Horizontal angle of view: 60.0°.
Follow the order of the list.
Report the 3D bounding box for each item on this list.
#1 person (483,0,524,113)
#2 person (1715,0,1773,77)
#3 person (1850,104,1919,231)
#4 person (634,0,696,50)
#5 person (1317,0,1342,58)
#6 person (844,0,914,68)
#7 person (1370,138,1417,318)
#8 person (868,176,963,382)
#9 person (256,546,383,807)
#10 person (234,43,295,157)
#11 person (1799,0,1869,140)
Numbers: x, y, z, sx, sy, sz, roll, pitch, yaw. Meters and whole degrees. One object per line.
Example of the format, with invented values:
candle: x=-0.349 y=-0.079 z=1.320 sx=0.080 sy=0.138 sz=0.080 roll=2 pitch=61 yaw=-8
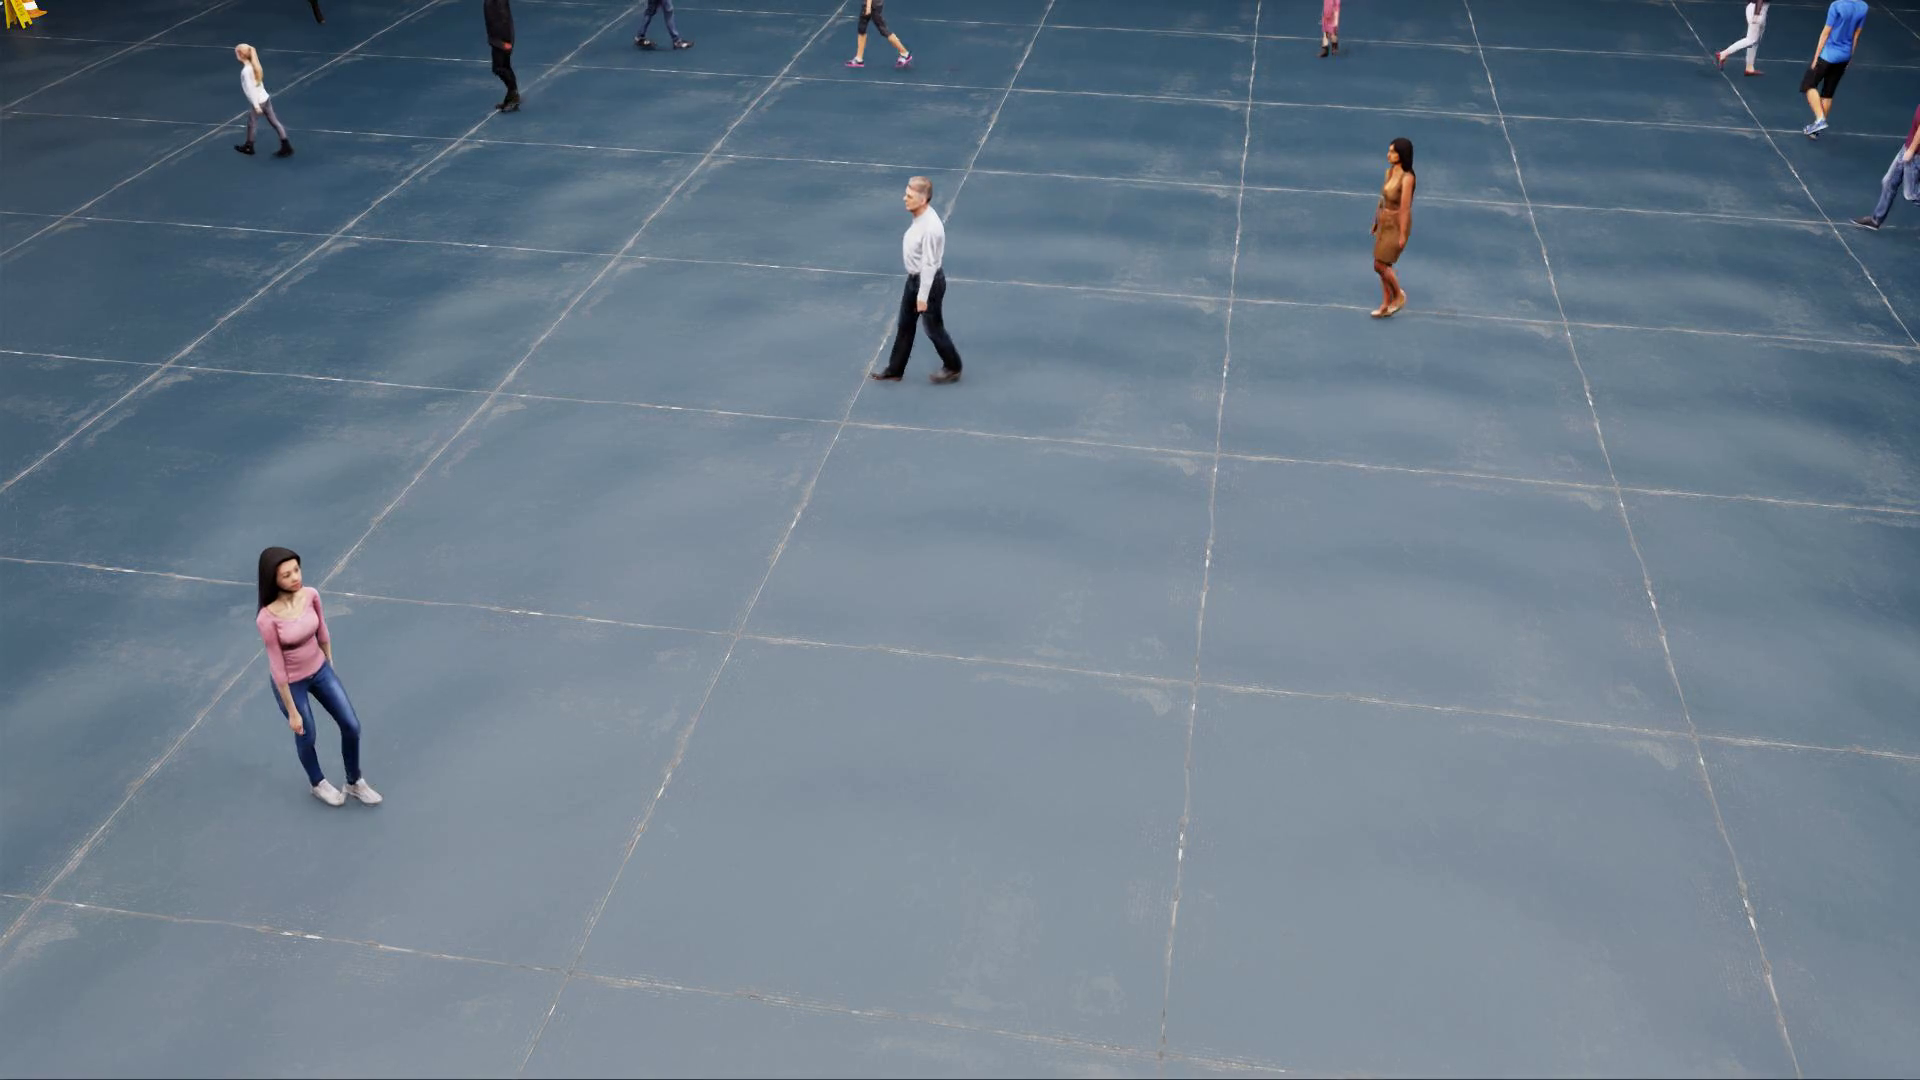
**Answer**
person: x=-5.384 y=-5.989 z=19.785 sx=0.788 sy=1.759 sz=0.743 roll=-17 pitch=36 yaw=-25
person: x=9.982 y=-6.633 z=20.962 sx=0.886 sy=1.594 sz=0.616 roll=6 pitch=33 yaw=10
person: x=9.485 y=-3.810 z=16.272 sx=1.217 sy=1.823 sz=0.914 roll=16 pitch=36 yaw=24
person: x=-4.110 y=-7.398 z=21.945 sx=1.128 sy=1.838 sz=0.895 roll=-6 pitch=33 yaw=-9
person: x=4.907 y=-6.878 z=21.894 sx=0.629 sy=1.013 sz=0.574 roll=-23 pitch=39 yaw=-32
person: x=-1.006 y=-6.833 z=21.191 sx=1.143 sy=1.687 sz=0.678 roll=1 pitch=32 yaw=1
person: x=3.900 y=-2.726 z=14.693 sx=0.739 sy=1.674 sz=0.691 roll=-7 pitch=33 yaw=-11
person: x=-0.220 y=-2.095 z=13.583 sx=1.143 sy=1.791 sz=0.962 roll=-9 pitch=33 yaw=-14
person: x=-3.658 y=0.756 z=9.122 sx=0.796 sy=1.730 sz=0.721 roll=21 pitch=38 yaw=29
person: x=-7.721 y=-4.861 z=18.468 sx=0.878 sy=1.257 sz=0.526 roll=2 pitch=32 yaw=4
person: x=9.915 y=-5.423 z=18.799 sx=0.781 sy=1.854 sz=0.796 roll=-3 pitch=32 yaw=-5
